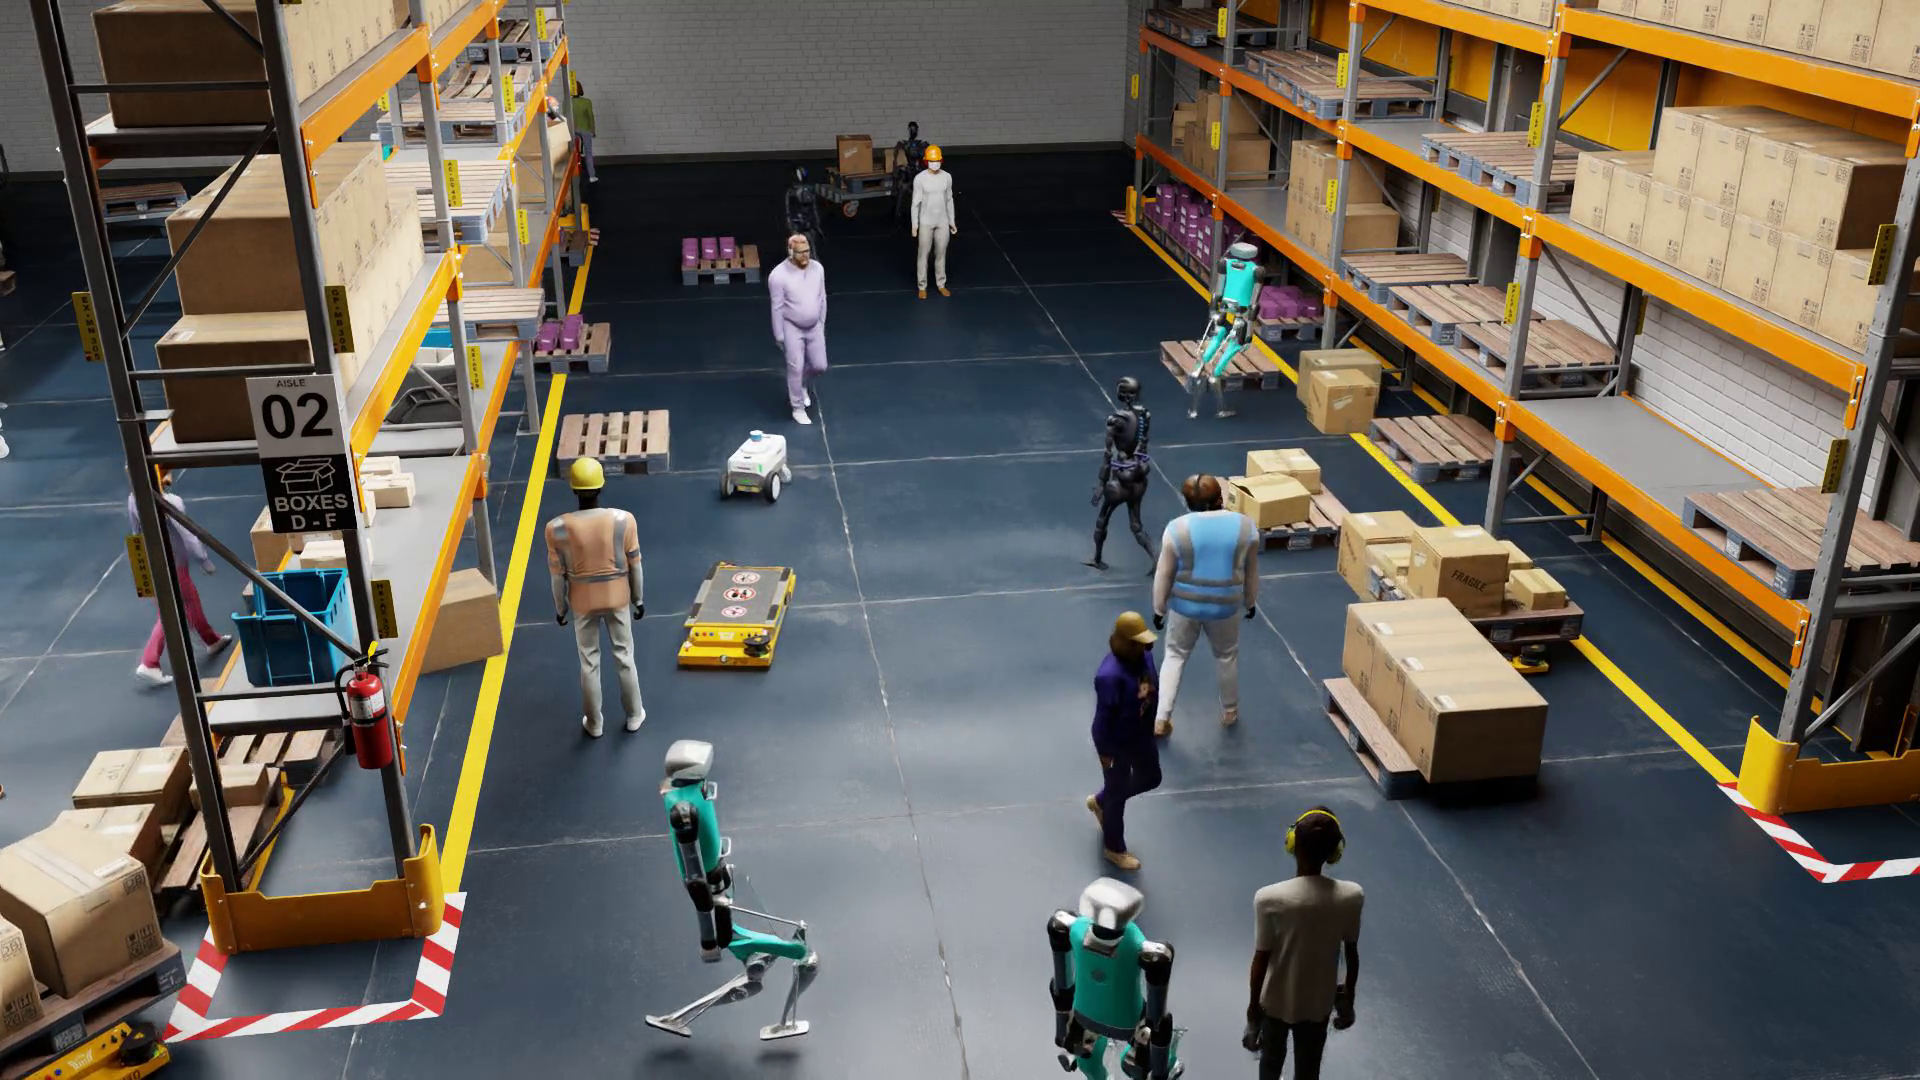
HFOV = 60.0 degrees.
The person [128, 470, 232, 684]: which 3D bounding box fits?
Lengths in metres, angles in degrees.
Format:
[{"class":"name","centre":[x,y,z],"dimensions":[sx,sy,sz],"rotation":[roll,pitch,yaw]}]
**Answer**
[{"class":"person","centre":[-5.556,0.178,11.612],"dimensions":[0.571,1.590,0.808],"rotation":[13,27,27]}]

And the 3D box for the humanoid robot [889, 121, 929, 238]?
[{"class":"humanoid robot","centre":[-0.715,-5.120,23.600],"dimensions":[0.603,1.647,0.448],"rotation":[-6,24,-14]}]

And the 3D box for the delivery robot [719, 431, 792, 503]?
[{"class":"delivery robot","centre":[-1.804,-0.668,14.850],"dimensions":[0.525,0.599,0.771],"rotation":[5,24,11]}]

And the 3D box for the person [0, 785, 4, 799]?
[{"class":"person","centre":[-6.212,0.729,9.873],"dimensions":[0.610,1.993,0.393],"rotation":[3,24,8]}]

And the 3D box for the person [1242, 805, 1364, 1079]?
[{"class":"person","centre":[1.471,2.008,7.192],"dimensions":[0.525,1.805,0.956],"rotation":[-1,24,-2]}]

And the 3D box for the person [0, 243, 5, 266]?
[{"class":"person","centre":[-12.957,-4.469,21.820],"dimensions":[0.629,1.919,0.551],"rotation":[-19,30,-36]}]

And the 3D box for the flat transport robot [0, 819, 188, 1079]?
[{"class":"flat transport robot","centre":[-4.609,2.408,8.192],"dimensions":[1.431,0.231,0.659],"rotation":[16,28,32]}]

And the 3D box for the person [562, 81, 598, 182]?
[{"class":"person","centre":[-6.202,-6.664,27.157],"dimensions":[0.498,1.635,0.283],"rotation":[-1,24,-2]}]

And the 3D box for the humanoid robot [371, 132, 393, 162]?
[{"class":"humanoid robot","centre":[-7.588,-4.666,22.535],"dimensions":[0.534,1.811,0.797],"rotation":[5,24,12]}]

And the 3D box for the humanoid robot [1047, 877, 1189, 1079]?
[{"class":"humanoid robot","centre":[0.719,2.081,7.107],"dimensions":[0.540,1.733,0.932],"rotation":[12,26,26]}]

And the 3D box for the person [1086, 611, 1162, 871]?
[{"class":"person","centre":[0.930,1.115,9.456],"dimensions":[0.438,1.611,0.473],"rotation":[19,30,37]}]

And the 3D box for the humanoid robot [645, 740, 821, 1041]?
[{"class":"humanoid robot","centre":[-1.037,1.734,7.911],"dimensions":[1.027,1.727,0.545],"rotation":[-2,24,-5]}]

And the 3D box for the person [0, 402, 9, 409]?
[{"class":"person","centre":[-9.960,-2.194,16.590],"dimensions":[0.429,1.947,0.498],"rotation":[9,25,21]}]

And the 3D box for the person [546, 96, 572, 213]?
[{"class":"person","centre":[-6.098,-5.805,25.066],"dimensions":[0.563,1.742,0.345],"rotation":[5,24,12]}]

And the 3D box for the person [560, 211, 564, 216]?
[{"class":"person","centre":[-6.085,-5.471,24.200],"dimensions":[0.413,1.830,0.574],"rotation":[-1,24,-1]}]

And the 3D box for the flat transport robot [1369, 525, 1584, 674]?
[{"class":"flat transport robot","centre":[3.725,0.603,12.304],"dimensions":[0.659,0.231,1.431],"rotation":[-3,24,-7]}]

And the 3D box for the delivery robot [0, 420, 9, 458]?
[{"class":"delivery robot","centre":[-9.390,-0.993,15.578],"dimensions":[0.782,0.589,0.499],"rotation":[-16,28,-32]}]

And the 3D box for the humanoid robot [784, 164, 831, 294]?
[{"class":"humanoid robot","centre":[-1.999,-3.903,20.889],"dimensions":[0.798,1.633,0.599],"rotation":[19,30,36]}]

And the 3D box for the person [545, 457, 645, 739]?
[{"class":"person","centre":[-2.335,0.381,10.749],"dimensions":[0.584,1.928,0.368],"rotation":[-6,24,-13]}]

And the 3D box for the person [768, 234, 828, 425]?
[{"class":"person","centre":[-1.591,-2.097,16.446],"dimensions":[0.648,1.892,0.504],"rotation":[-16,29,-33]}]

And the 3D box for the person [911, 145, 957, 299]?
[{"class":"person","centre":[-0.325,-3.949,20.653],"dimensions":[0.587,1.894,0.362],"rotation":[-9,25,-19]}]

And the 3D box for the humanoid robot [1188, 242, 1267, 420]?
[{"class":"humanoid robot","centre":[2.573,-1.998,16.421],"dimensions":[0.592,1.782,0.813],"rotation":[18,29,35]}]

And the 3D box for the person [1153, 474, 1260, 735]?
[{"class":"person","centre":[1.588,0.427,10.812],"dimensions":[0.685,1.811,0.606],"rotation":[0,24,1]}]

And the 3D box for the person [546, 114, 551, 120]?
[{"class":"person","centre":[-6.400,-5.819,24.975],"dimensions":[0.626,1.847,0.429],"rotation":[-2,24,-5]}]

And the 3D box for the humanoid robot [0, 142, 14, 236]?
[{"class":"humanoid robot","centre":[-13.825,-5.138,23.641],"dimensions":[0.595,1.646,0.358],"rotation":[-19,30,-37]}]

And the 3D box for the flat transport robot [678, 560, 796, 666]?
[{"class":"flat transport robot","centre":[-1.649,0.537,12.455],"dimensions":[0.659,0.231,1.431],"rotation":[1,24,2]}]

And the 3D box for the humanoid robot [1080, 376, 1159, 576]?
[{"class":"humanoid robot","centre":[1.317,-0.486,13.096],"dimensions":[0.734,1.643,0.612],"rotation":[20,31,38]}]

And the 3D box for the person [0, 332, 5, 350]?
[{"class":"person","centre":[-11.060,-2.956,18.565],"dimensions":[0.341,1.748,0.572],"rotation":[-17,29,-34]}]
